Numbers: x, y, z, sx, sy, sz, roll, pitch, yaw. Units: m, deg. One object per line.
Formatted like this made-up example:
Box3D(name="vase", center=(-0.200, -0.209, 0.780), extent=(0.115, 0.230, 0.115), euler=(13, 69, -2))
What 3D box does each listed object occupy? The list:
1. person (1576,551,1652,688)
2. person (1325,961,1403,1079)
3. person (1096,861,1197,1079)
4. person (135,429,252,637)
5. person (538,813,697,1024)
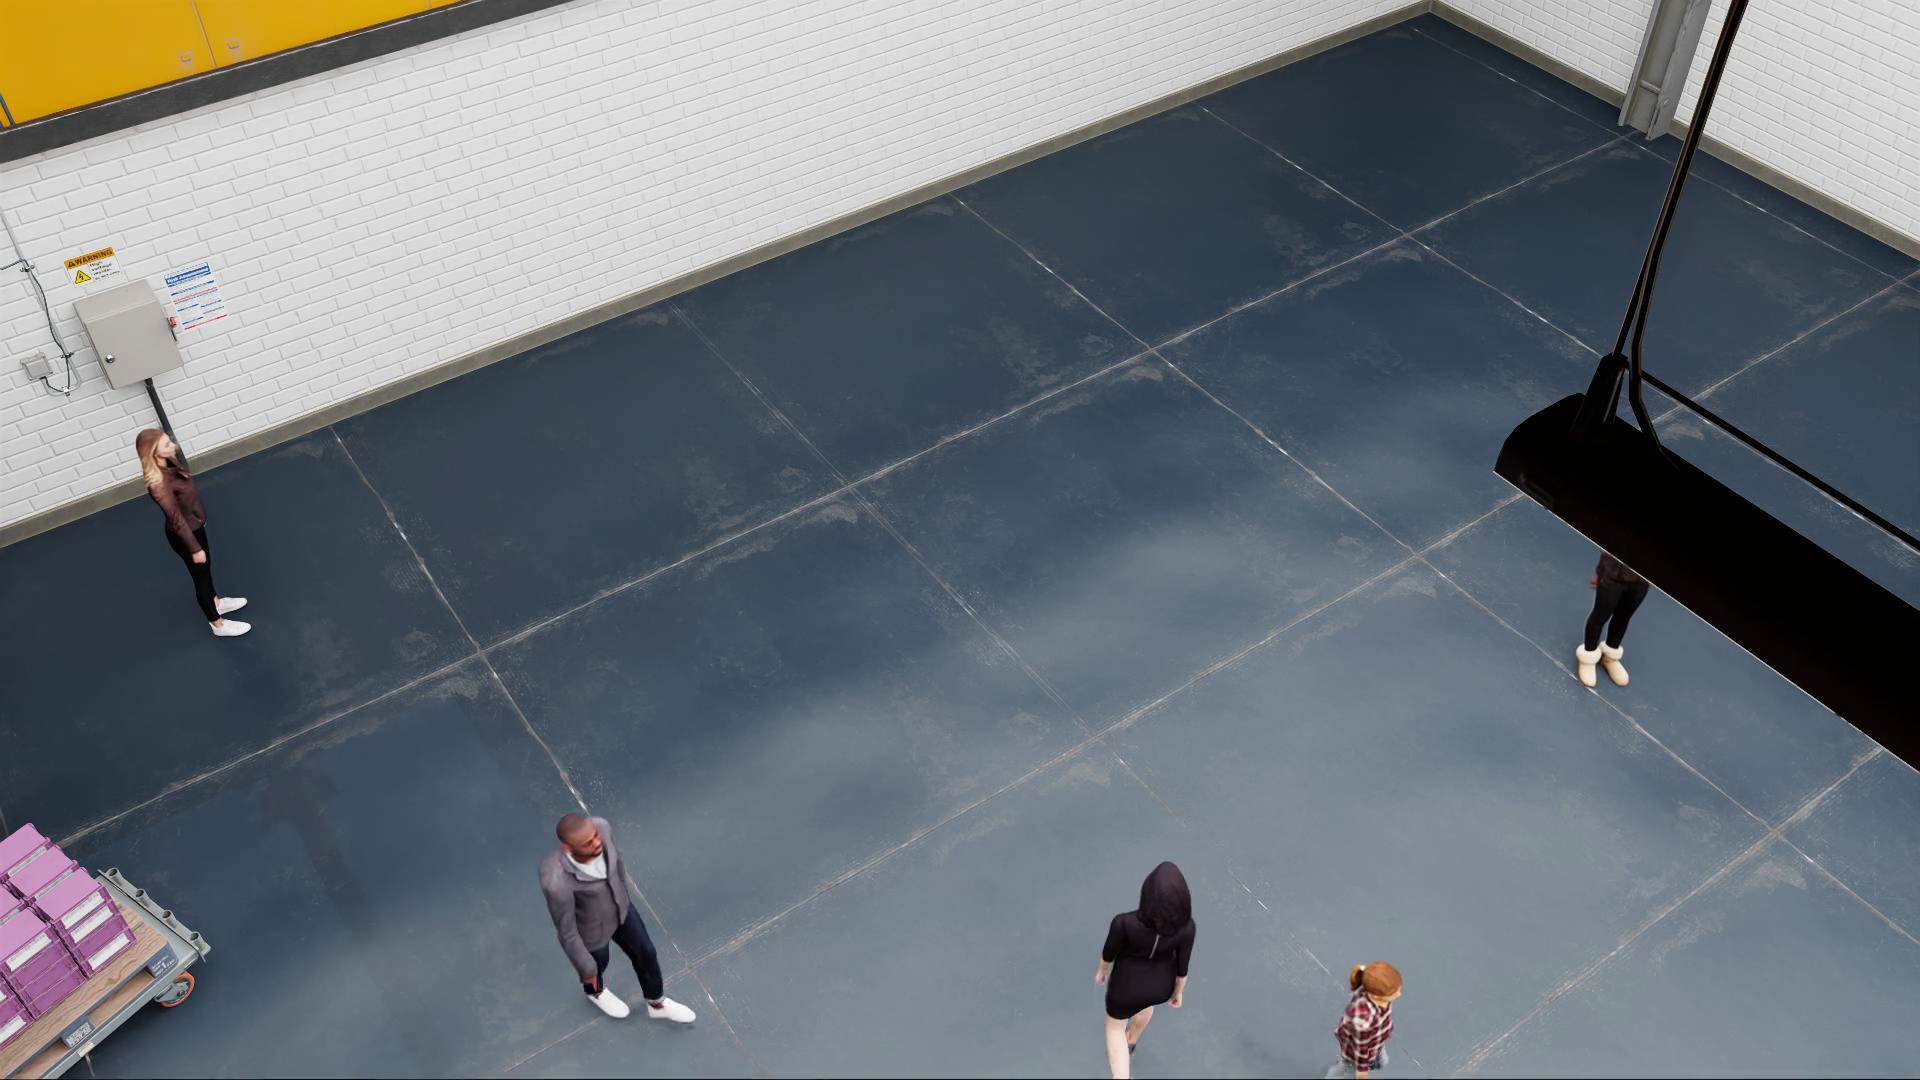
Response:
Box3D(name="person", center=(4.293, 0.226, 10.738), extent=(0.738, 1.659, 0.680), euler=(-23, 48, -22))
Box3D(name="person", center=(2.007, 2.532, 8.581), extent=(0.635, 1.296, 0.621), euler=(22, 48, 22))
Box3D(name="person", center=(0.927, 2.343, 8.434), extent=(0.936, 1.772, 1.112), euler=(-3, 44, -3))
Box3D(name="person", center=(-5.116, -0.059, 11.005), extent=(0.714, 1.704, 0.532), euler=(-14, 45, -14))
Box3D(name="person", center=(-1.981, 1.978, 8.800), extent=(1.048, 1.796, 0.966), euler=(21, 48, 21))
